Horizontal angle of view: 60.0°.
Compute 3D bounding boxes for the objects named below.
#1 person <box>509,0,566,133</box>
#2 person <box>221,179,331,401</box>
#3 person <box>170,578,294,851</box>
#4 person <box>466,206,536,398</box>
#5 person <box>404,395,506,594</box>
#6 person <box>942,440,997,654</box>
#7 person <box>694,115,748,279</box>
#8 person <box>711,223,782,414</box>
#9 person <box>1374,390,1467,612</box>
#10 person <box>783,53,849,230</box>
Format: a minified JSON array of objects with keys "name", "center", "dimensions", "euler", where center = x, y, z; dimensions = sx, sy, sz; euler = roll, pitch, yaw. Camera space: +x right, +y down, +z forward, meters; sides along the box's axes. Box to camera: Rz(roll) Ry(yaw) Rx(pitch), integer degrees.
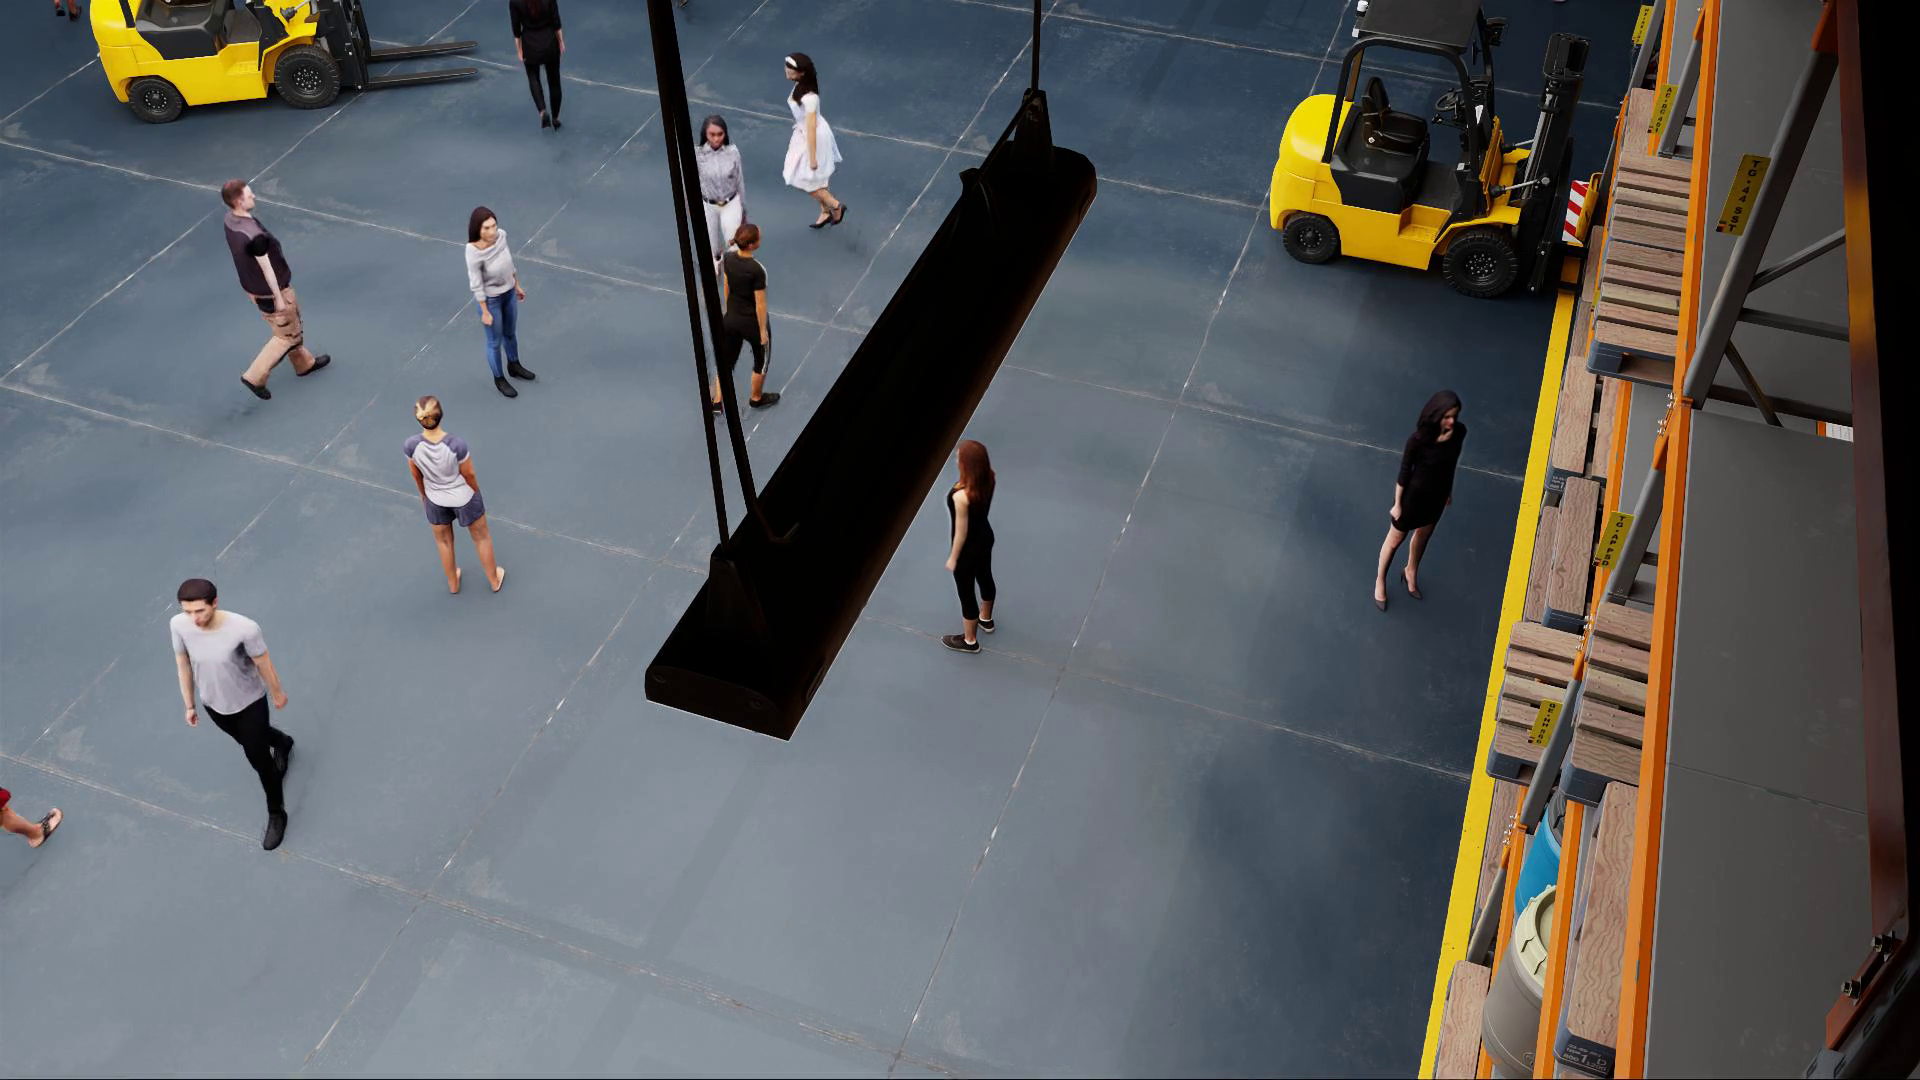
[{"name":"person","center":[-3.915,-4.546,15.565],"dimensions":[0.727,1.649,0.772],"euler":[-10,45,-11]},{"name":"person","center":[-5.353,-1.891,12.653],"dimensions":[1.108,1.820,0.958],"euler":[-32,52,-29]},{"name":"person","center":[-4.224,0.873,9.739],"dimensions":[0.835,1.838,1.127],"euler":[4,44,5]},{"name":"person","center":[-3.563,-1.849,12.746],"dimensions":[0.679,1.631,0.469],"euler":[18,47,18]},{"name":"person","center":[-3.395,-0.281,11.109],"dimensions":[0.636,1.620,0.646],"euler":[-3,44,-4]},{"name":"person","center":[0.083,0.030,10.705],"dimensions":[0.654,1.726,0.492],"euler":[22,48,21]},{"name":"person","center":[-1.969,-2.718,13.603],"dimensions":[0.838,1.709,0.957],"euler":[-7,44,-7]},{"name":"person","center":[-1.647,-1.630,12.508],"dimensions":[0.798,1.643,0.878],"euler":[24,49,23]},{"name":"person","center":[3.038,-0.271,10.963],"dimensions":[0.648,1.805,0.685],"euler":[-14,45,-14]},{"name":"person","center":[-1.206,-3.320,14.181],"dimensions":[0.958,1.782,0.895],"euler":[1,44,1]}]
